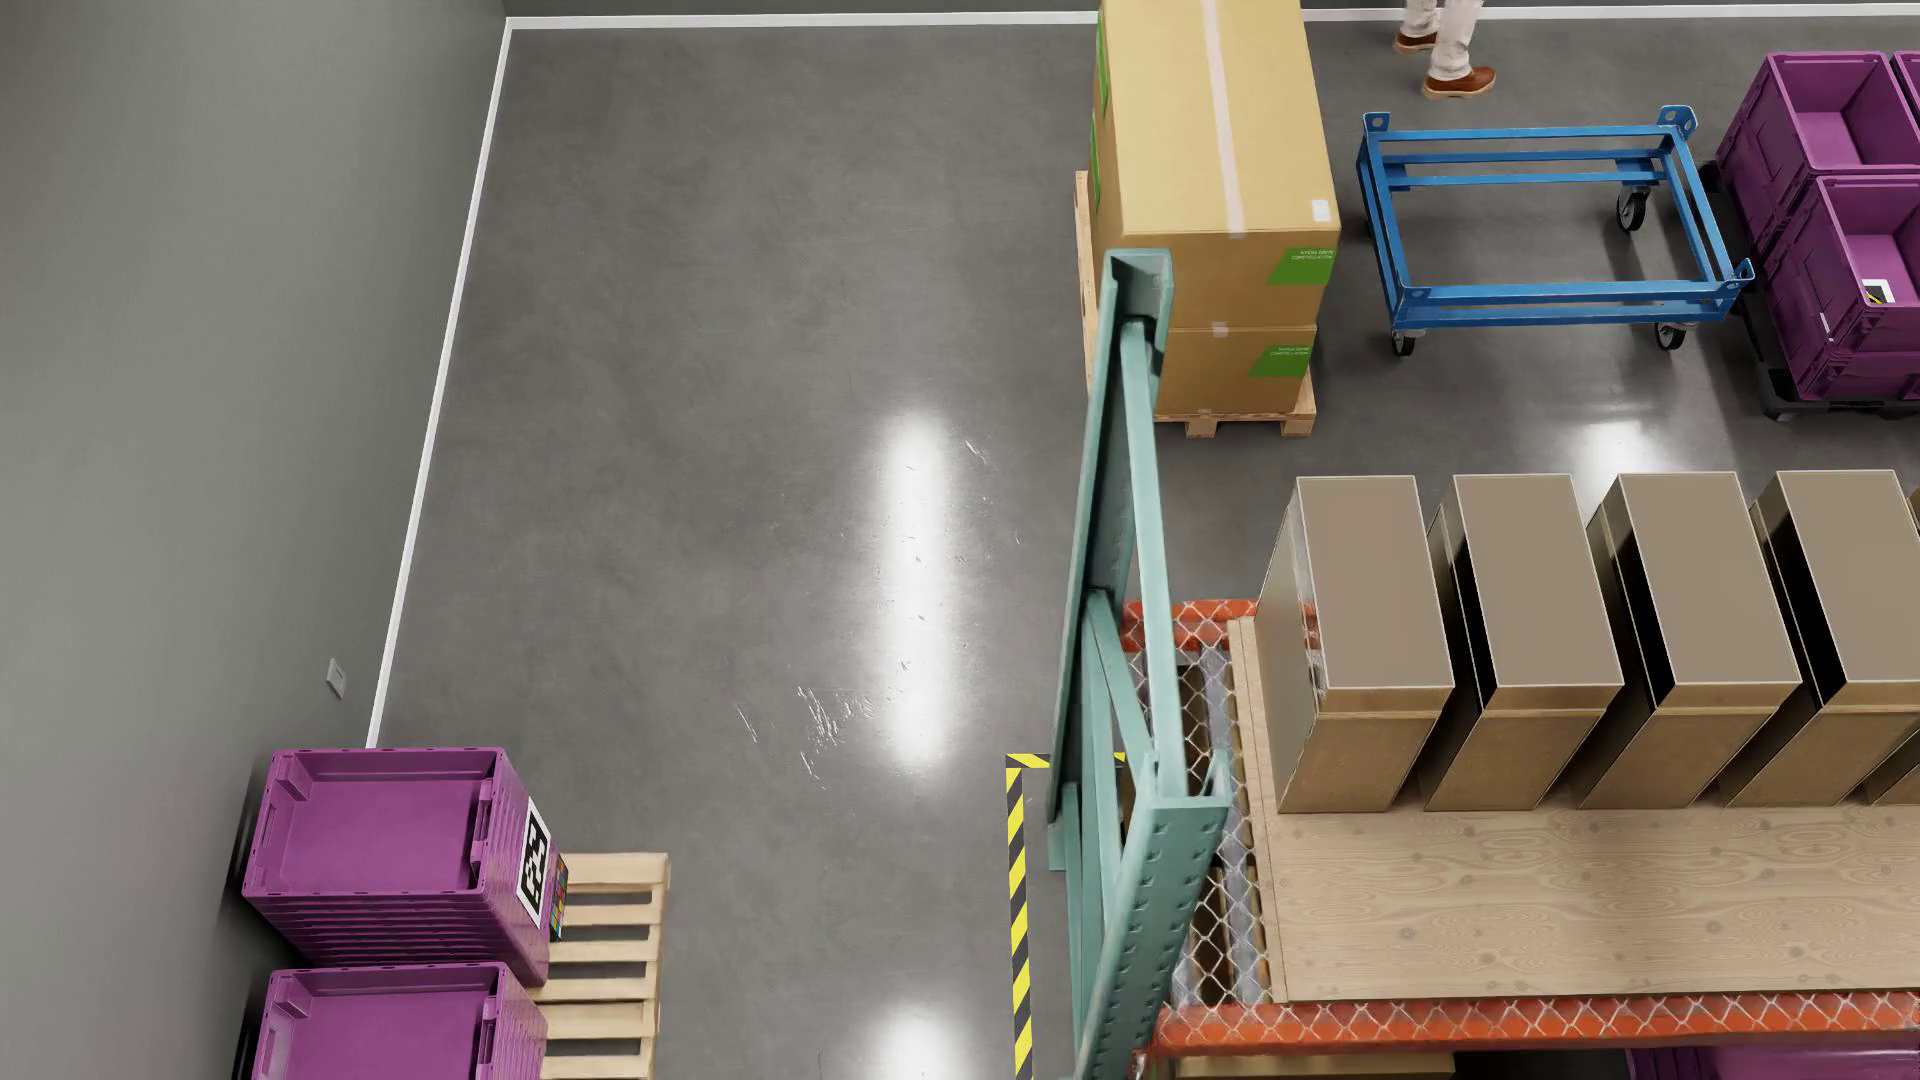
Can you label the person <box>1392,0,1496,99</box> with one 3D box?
[{"bbox_3d":[2.022,-2.543,6.238,0.401,1.989,0.635,-11,58,-7],"label":"person"}]
